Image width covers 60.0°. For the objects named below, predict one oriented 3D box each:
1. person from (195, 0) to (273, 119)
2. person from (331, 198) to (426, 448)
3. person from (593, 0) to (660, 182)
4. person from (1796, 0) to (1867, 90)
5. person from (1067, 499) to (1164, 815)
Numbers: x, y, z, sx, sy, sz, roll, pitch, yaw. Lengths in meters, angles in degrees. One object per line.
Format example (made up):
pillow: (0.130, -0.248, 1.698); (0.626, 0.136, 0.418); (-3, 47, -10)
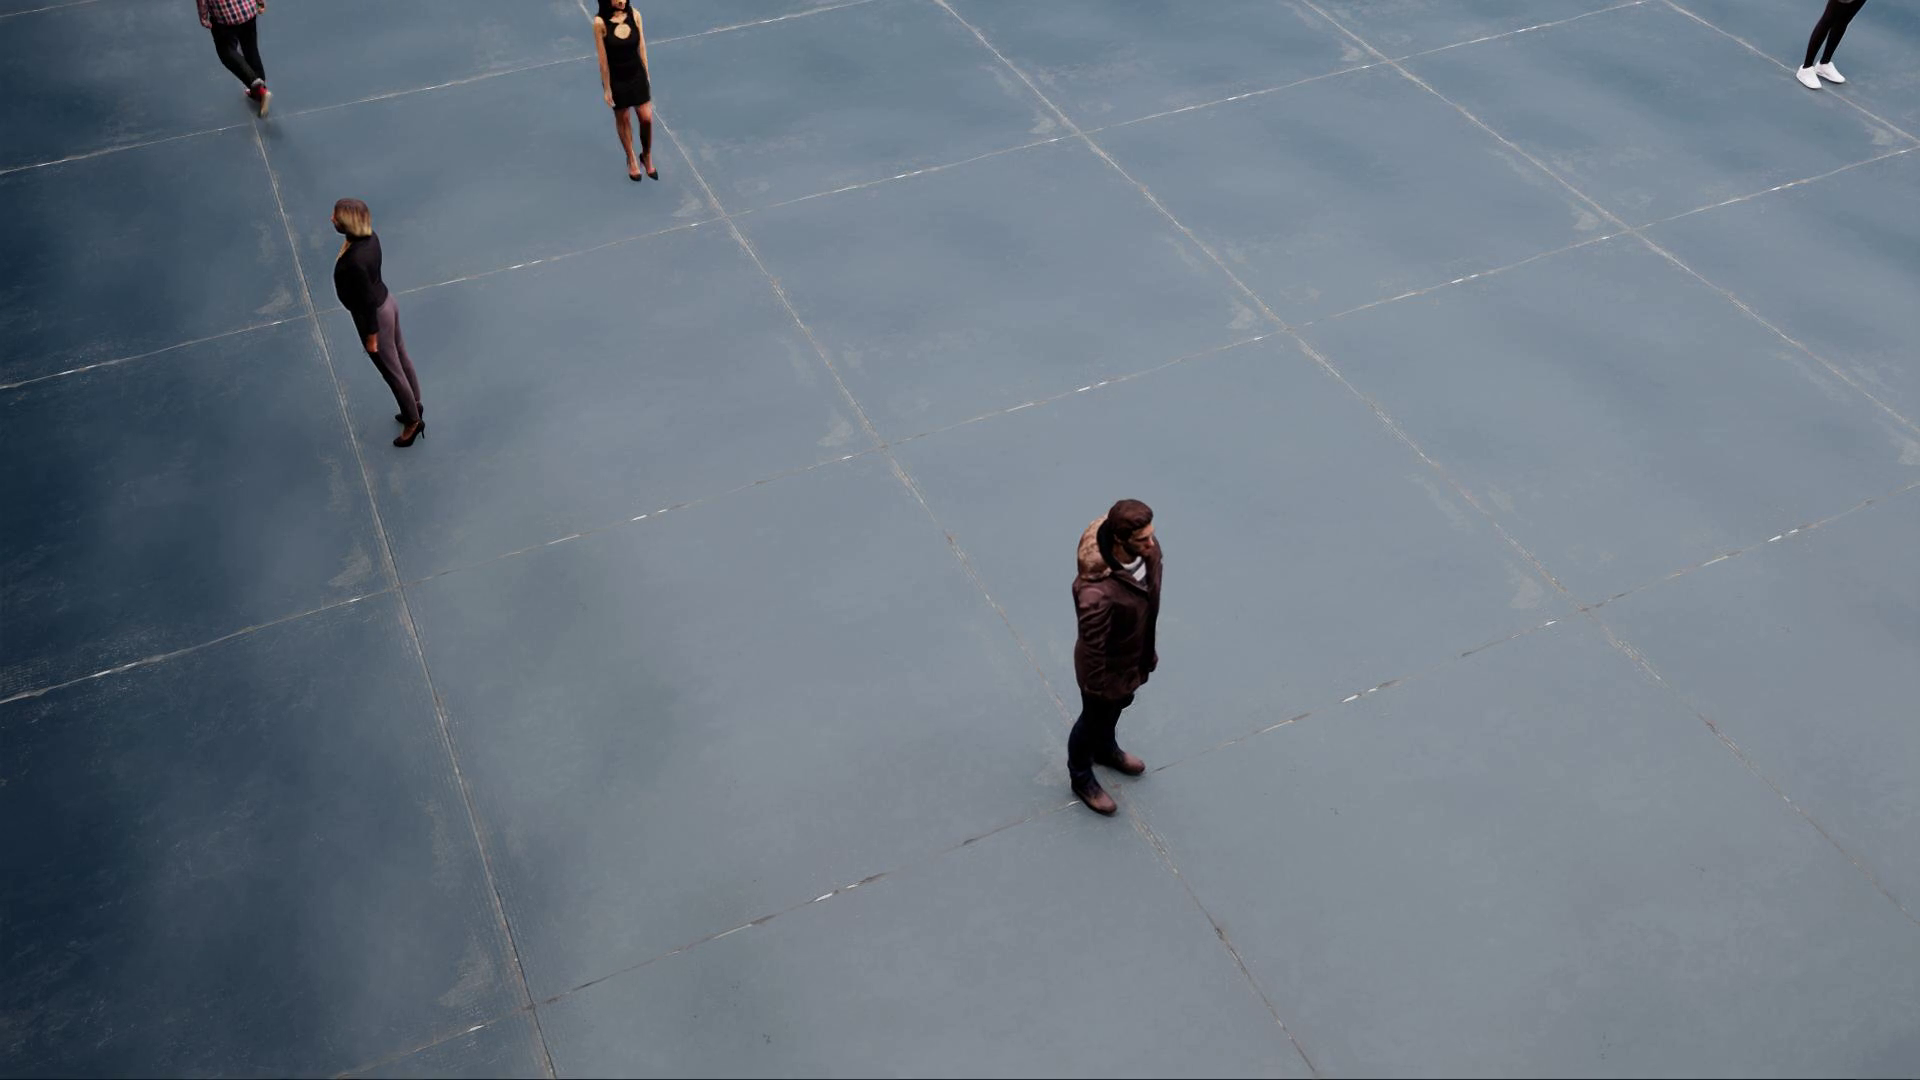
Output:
person: (-5.699, -4.165, 13.046); (1.004, 1.743, 0.882); (34, 52, 32)
person: (-3.460, -1.301, 9.946); (0.710, 1.672, 0.556); (-6, 43, -6)
person: (-2.523, -3.429, 12.317); (0.570, 1.634, 0.591); (-20, 46, -21)
person: (7.237, -4.562, 13.462); (0.605, 1.772, 0.522); (-17, 45, -18)
person: (0.726, 0.515, 7.816); (0.859, 1.847, 0.862); (25, 48, 25)
